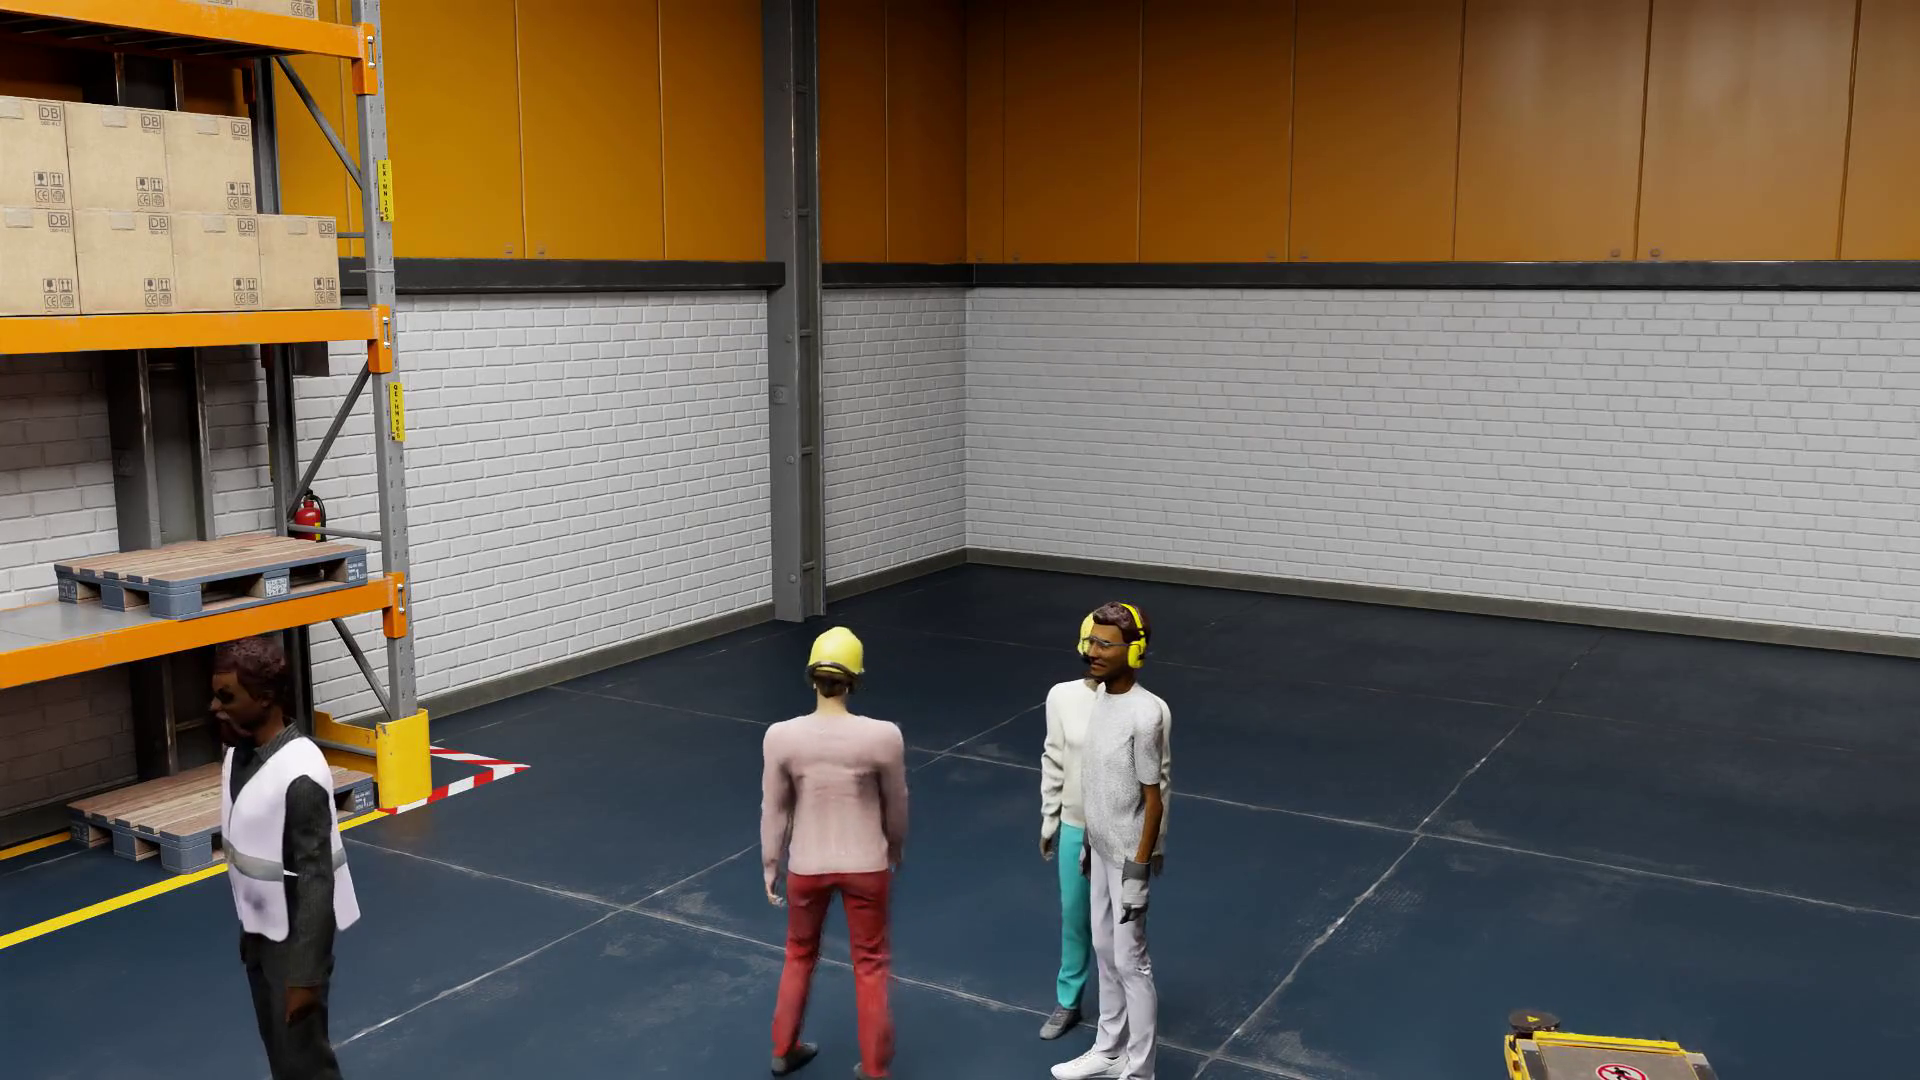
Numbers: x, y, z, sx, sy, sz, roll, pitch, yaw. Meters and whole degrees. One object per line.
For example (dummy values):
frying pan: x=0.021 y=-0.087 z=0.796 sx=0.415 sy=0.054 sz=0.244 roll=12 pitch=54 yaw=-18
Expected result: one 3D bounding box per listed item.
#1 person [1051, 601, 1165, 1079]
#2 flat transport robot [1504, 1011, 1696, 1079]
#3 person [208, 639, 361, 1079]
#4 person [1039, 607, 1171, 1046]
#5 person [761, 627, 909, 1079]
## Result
person: x=0.556 y=1.139 z=6.027 sx=0.328 sy=1.877 sz=0.515 roll=-3 pitch=10 yaw=-18
flat transport robot: x=2.278 y=2.003 z=5.628 sx=0.652 sy=0.197 sz=1.431 roll=2 pitch=9 yaw=11
person: x=-2.128 y=1.245 z=5.267 sx=0.400 sy=1.912 sz=0.602 roll=-8 pitch=12 yaw=-41
person: x=0.559 y=1.121 z=6.482 sx=0.527 sy=1.765 sz=0.332 roll=5 pitch=10 yaw=27
person: x=-0.459 y=1.183 z=6.147 sx=0.525 sy=1.749 sz=0.395 roll=1 pitch=9 yaw=8
